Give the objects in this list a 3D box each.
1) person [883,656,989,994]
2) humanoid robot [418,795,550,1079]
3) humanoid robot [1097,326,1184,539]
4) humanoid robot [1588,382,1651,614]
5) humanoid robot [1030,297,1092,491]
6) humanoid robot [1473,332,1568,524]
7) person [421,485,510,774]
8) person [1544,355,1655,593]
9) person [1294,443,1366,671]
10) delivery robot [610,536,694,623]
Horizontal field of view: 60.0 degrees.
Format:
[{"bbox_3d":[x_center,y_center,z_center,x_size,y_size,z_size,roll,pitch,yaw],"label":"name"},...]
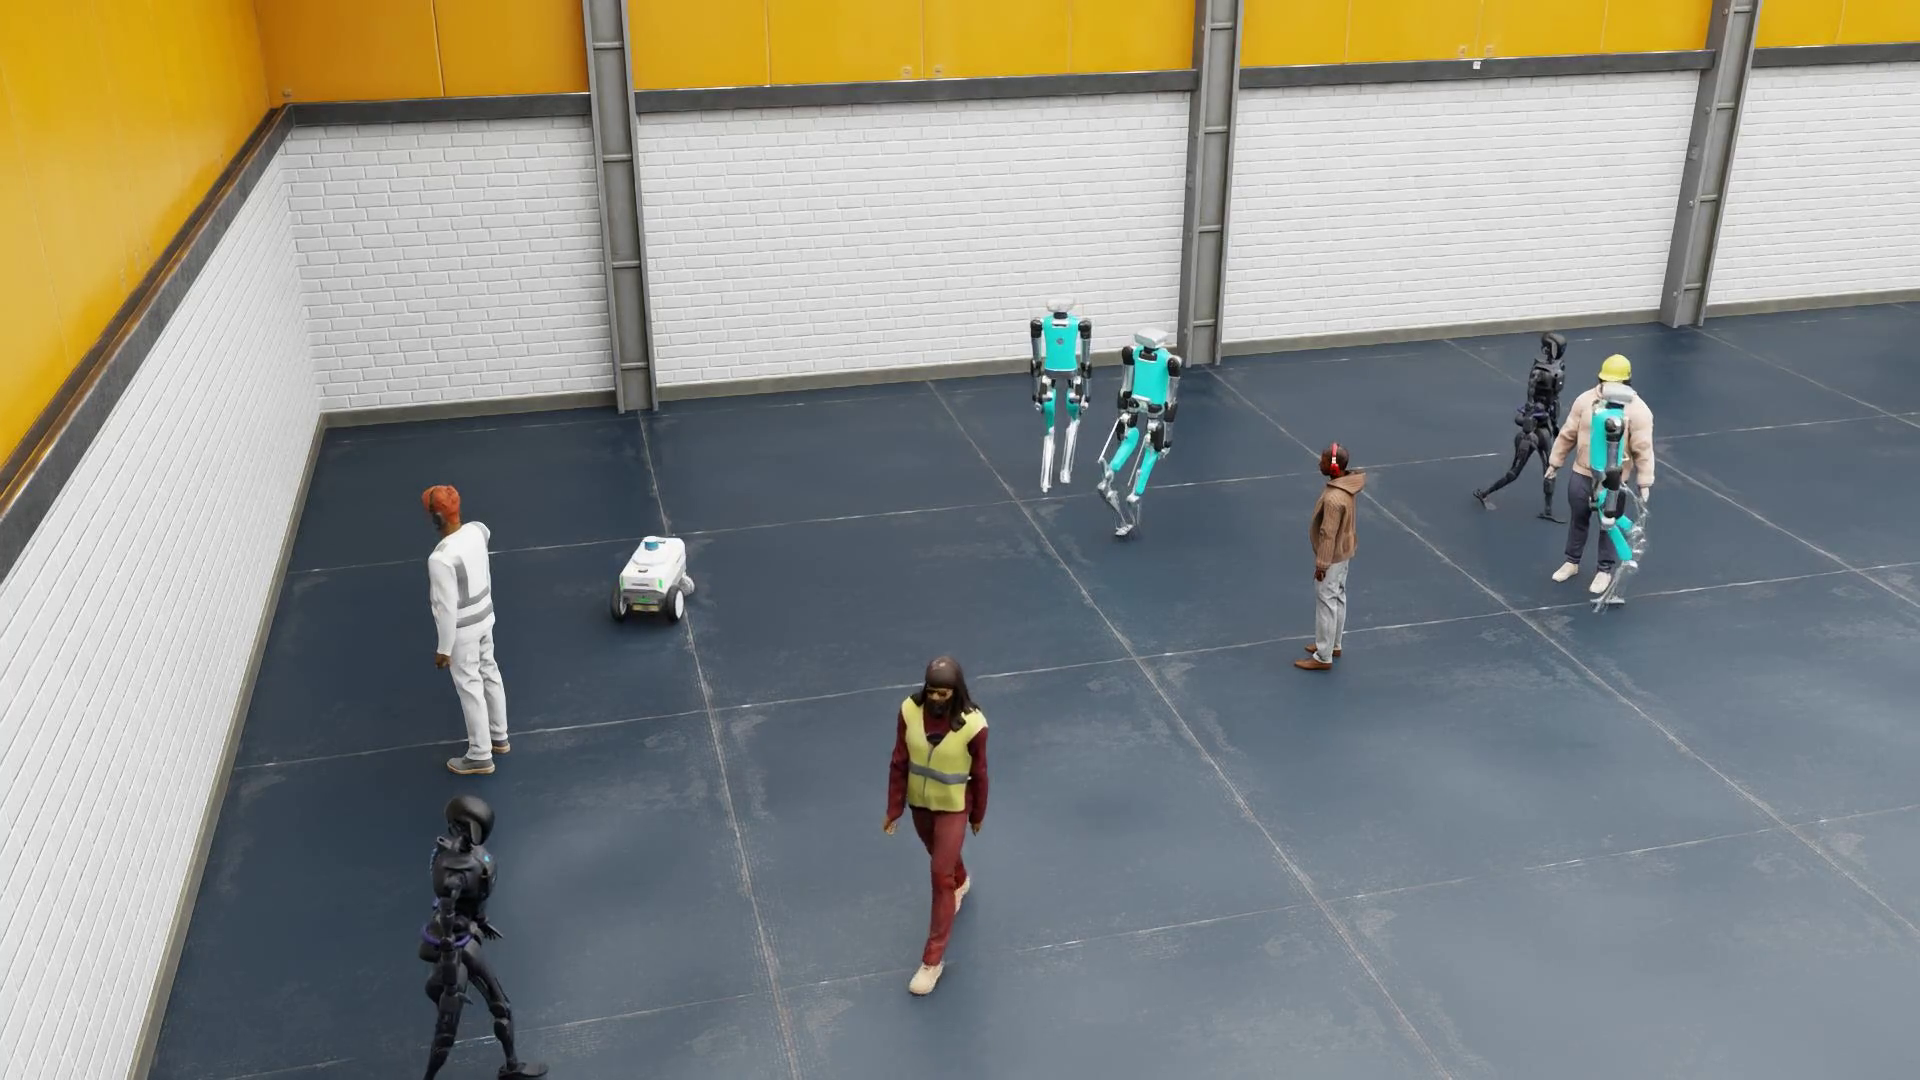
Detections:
[{"bbox_3d":[-0.092,1.344,8.509,0.482,1.726,0.938,11,26,23],"label":"person"},{"bbox_3d":[-2.250,1.834,7.472,0.635,1.626,0.614,0,24,-1],"label":"humanoid robot"},{"bbox_3d":[1.386,-0.740,13.337,0.549,1.888,0.728,17,29,33],"label":"humanoid robot"},{"bbox_3d":[4.888,-0.268,12.190,0.690,1.827,0.535,3,24,7],"label":"humanoid robot"},{"bbox_3d":[0.892,-1.303,14.533,0.548,1.811,0.708,3,24,7],"label":"humanoid robot"},{"bbox_3d":[4.771,-0.957,13.856,0.786,1.631,0.608,21,31,39],"label":"humanoid robot"},{"bbox_3d":[-3.021,0.539,10.130,0.355,1.887,0.573,5,24,11],"label":"person"},{"bbox_3d":[4.853,-0.519,12.571,0.792,1.858,0.439,19,30,37],"label":"person"},{"bbox_3d":[2.546,0.118,11.385,0.327,1.648,0.462,11,26,23],"label":"person"},{"bbox_3d":[-2.275,0.270,12.382,0.522,0.588,0.759,2,24,4],"label":"delivery robot"}]
